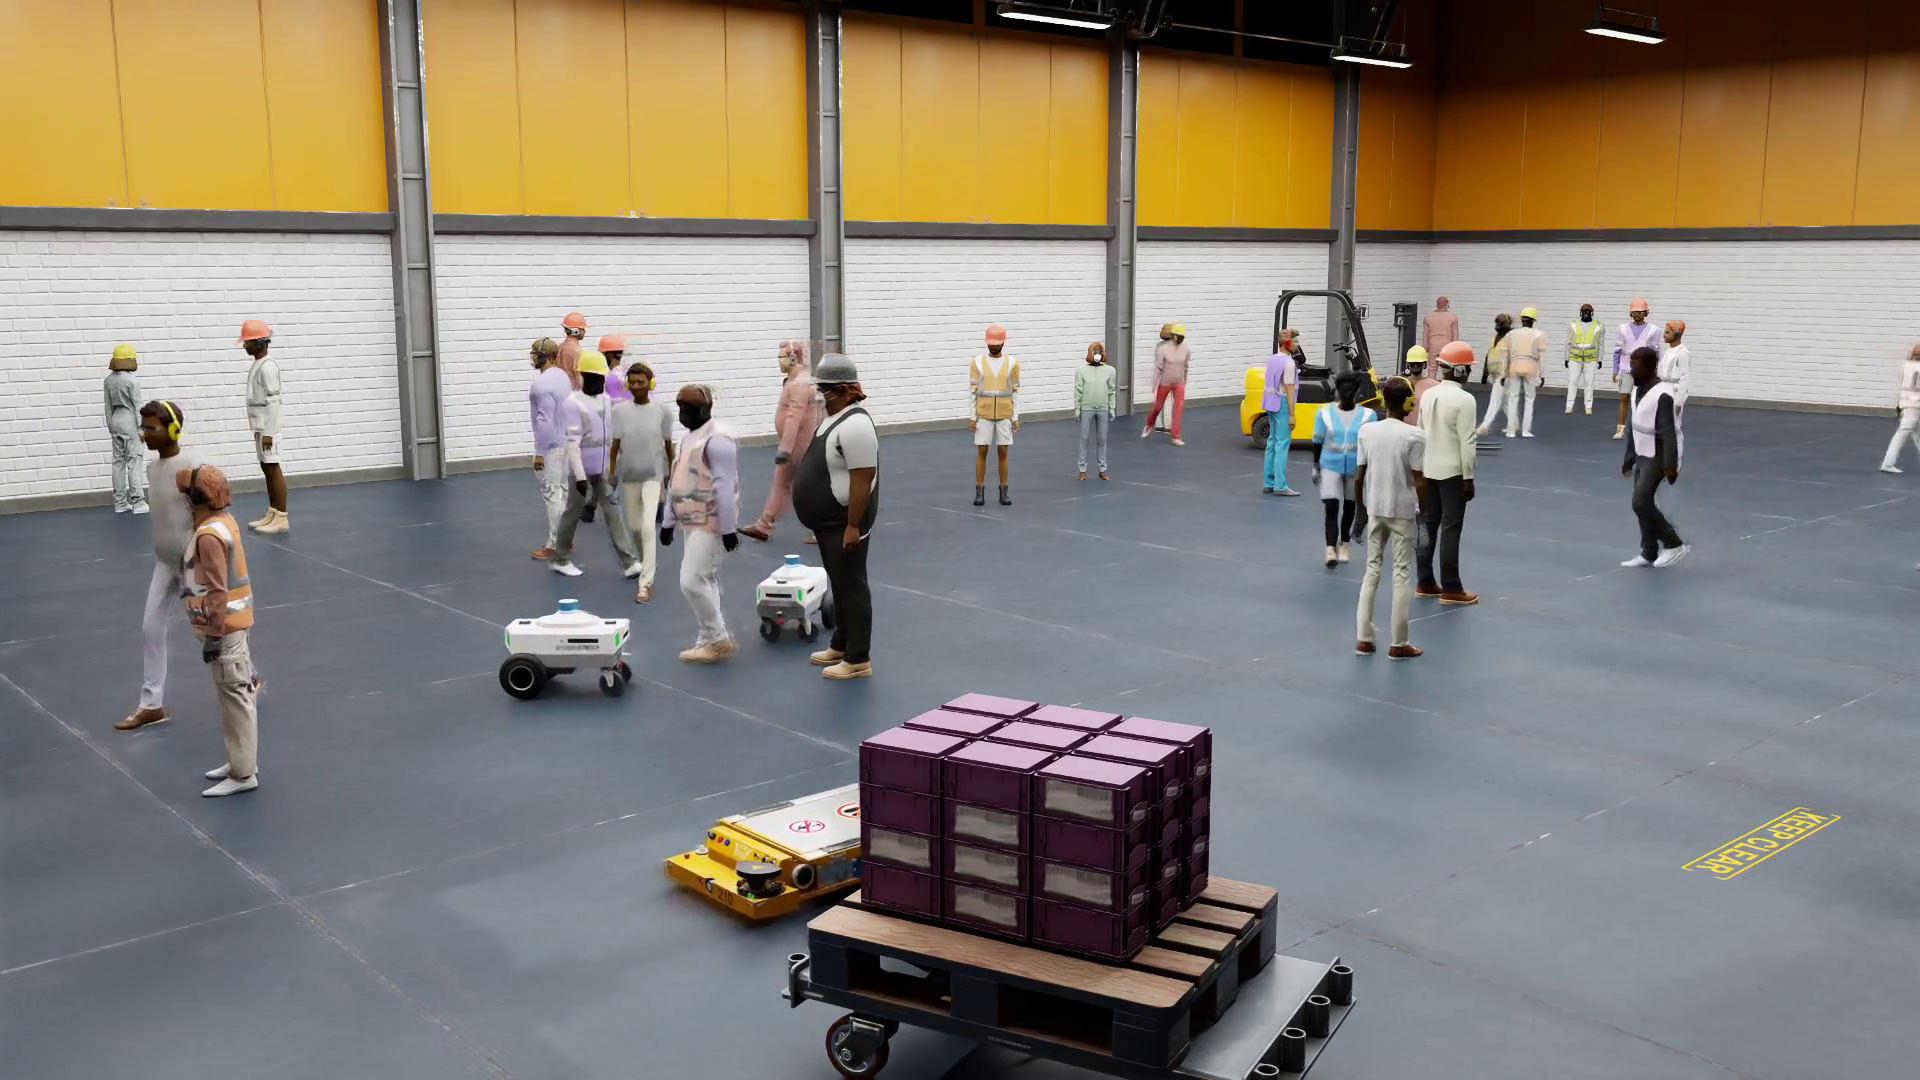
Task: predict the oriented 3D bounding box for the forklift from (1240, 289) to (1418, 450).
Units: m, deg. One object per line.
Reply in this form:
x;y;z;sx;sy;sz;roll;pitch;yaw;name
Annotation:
5.034;-2.339;22.783;2.313;2.155;1.214;3;10;16;forklift

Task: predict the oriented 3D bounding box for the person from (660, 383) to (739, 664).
-1.668;-0.094;10.686;0.476;1.830;0.642;-4;11;-24;person

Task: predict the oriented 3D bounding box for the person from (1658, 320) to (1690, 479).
8.424;-1.656;19.703;0.343;1.879;0.585;1;10;4;person

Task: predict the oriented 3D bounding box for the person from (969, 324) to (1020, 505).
0.367;-1.322;17.609;0.543;1.928;0.374;-1;10;-3;person

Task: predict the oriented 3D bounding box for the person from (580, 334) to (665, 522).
-3.370;-1.085;16.379;1.043;1.884;0.549;2;10;13;person

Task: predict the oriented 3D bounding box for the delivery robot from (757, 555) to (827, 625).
-1.166;0.347;11.578;0.477;0.478;0.707;2;10;10;delivery robot

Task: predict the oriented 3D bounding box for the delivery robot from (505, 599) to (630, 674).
-2.372;0.602;10.082;0.707;0.478;0.477;0;10;-1;delivery robot

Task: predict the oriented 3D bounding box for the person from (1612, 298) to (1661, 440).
9.639;-2.427;23.742;0.615;2.042;0.376;5;11;29;person

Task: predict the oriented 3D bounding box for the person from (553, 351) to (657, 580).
-2.971;-0.599;13.532;1.008;1.867;0.615;5;11;27;person

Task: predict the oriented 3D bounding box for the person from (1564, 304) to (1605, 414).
10.415;-3.017;27.783;0.619;1.845;0.430;4;10;22;person

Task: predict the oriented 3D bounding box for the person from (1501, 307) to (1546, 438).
8.198;-2.430;24.168;0.605;1.907;0.444;6;11;30;person

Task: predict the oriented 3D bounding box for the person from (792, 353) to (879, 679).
-0.784;-0.156;10.455;0.536;2.000;0.688;-3;10;-15;person

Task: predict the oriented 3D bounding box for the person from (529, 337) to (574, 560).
-3.571;-0.797;14.503;0.359;1.938;0.635;1;10;4;person

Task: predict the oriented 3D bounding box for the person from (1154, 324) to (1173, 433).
3.091;-2.408;24.821;0.279;1.635;0.507;-5;11;-29;person

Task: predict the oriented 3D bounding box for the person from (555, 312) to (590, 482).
-4.433;-1.623;19.176;0.396;1.992;0.623;-7;12;-36;person

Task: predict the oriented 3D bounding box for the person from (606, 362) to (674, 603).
-2.477;-0.482;12.973;0.524;1.832;0.911;1;10;4;person

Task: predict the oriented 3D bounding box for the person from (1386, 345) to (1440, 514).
4.448;-1.021;16.322;0.524;1.769;0.314;2;10;14;person

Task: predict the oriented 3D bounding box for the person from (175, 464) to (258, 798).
-3.625;0.437;8.161;0.315;1.636;0.515;-3;10;-18;person

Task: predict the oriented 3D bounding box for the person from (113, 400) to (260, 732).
-4.406;0.121;9.420;0.525;1.843;0.813;5;11;26;person

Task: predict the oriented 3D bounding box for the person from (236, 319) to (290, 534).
-6.640;-1.079;15.853;0.374;2.043;0.608;-6;11;-32;person

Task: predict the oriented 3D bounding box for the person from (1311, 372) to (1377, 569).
3.246;-0.575;14.005;0.557;1.649;0.846;2;10;9;person

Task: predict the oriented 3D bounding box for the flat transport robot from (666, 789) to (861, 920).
-0.485;1.282;7.206;1.431;0.197;0.652;-8;13;-41;flat transport robot

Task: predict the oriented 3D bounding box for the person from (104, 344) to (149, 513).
-8.552;-1.146;17.116;0.492;1.742;0.323;4;11;23;person

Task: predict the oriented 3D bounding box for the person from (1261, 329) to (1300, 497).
3.527;-1.401;18.327;0.375;1.839;0.567;-2;10;-13;person

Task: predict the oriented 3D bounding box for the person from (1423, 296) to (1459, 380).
8.757;-3.476;30.282;0.638;1.911;0.402;6;11;30;person

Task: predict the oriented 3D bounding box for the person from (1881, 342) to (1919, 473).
11.635;-1.592;20.152;0.866;1.586;0.545;0;10;3;person

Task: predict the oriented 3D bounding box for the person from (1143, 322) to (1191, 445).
2.935;-2.220;23.469;0.545;1.724;0.828;-3;10;-15;person

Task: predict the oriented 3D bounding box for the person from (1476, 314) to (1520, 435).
7.996;-2.445;24.614;0.945;1.796;0.633;-2;10;-13;person

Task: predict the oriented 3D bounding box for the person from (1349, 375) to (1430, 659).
2.811;-0.135;10.906;0.580;1.876;0.390;9;13;43;person

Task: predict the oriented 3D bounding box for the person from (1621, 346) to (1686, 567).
5.811;-0.682;13.990;0.453;1.893;0.595;0;10;2;person

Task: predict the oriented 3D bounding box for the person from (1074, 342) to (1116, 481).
1.588;-1.513;19.577;0.500;1.636;0.280;-1;10;-6;person

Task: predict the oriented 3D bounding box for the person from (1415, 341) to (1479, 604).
3.723;-0.514;12.680;0.391;1.995;0.613;-4;10;-21;person

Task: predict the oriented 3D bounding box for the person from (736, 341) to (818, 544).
-1.571;-0.870;15.144;0.963;1.858;0.662;-2;10;-10;person
